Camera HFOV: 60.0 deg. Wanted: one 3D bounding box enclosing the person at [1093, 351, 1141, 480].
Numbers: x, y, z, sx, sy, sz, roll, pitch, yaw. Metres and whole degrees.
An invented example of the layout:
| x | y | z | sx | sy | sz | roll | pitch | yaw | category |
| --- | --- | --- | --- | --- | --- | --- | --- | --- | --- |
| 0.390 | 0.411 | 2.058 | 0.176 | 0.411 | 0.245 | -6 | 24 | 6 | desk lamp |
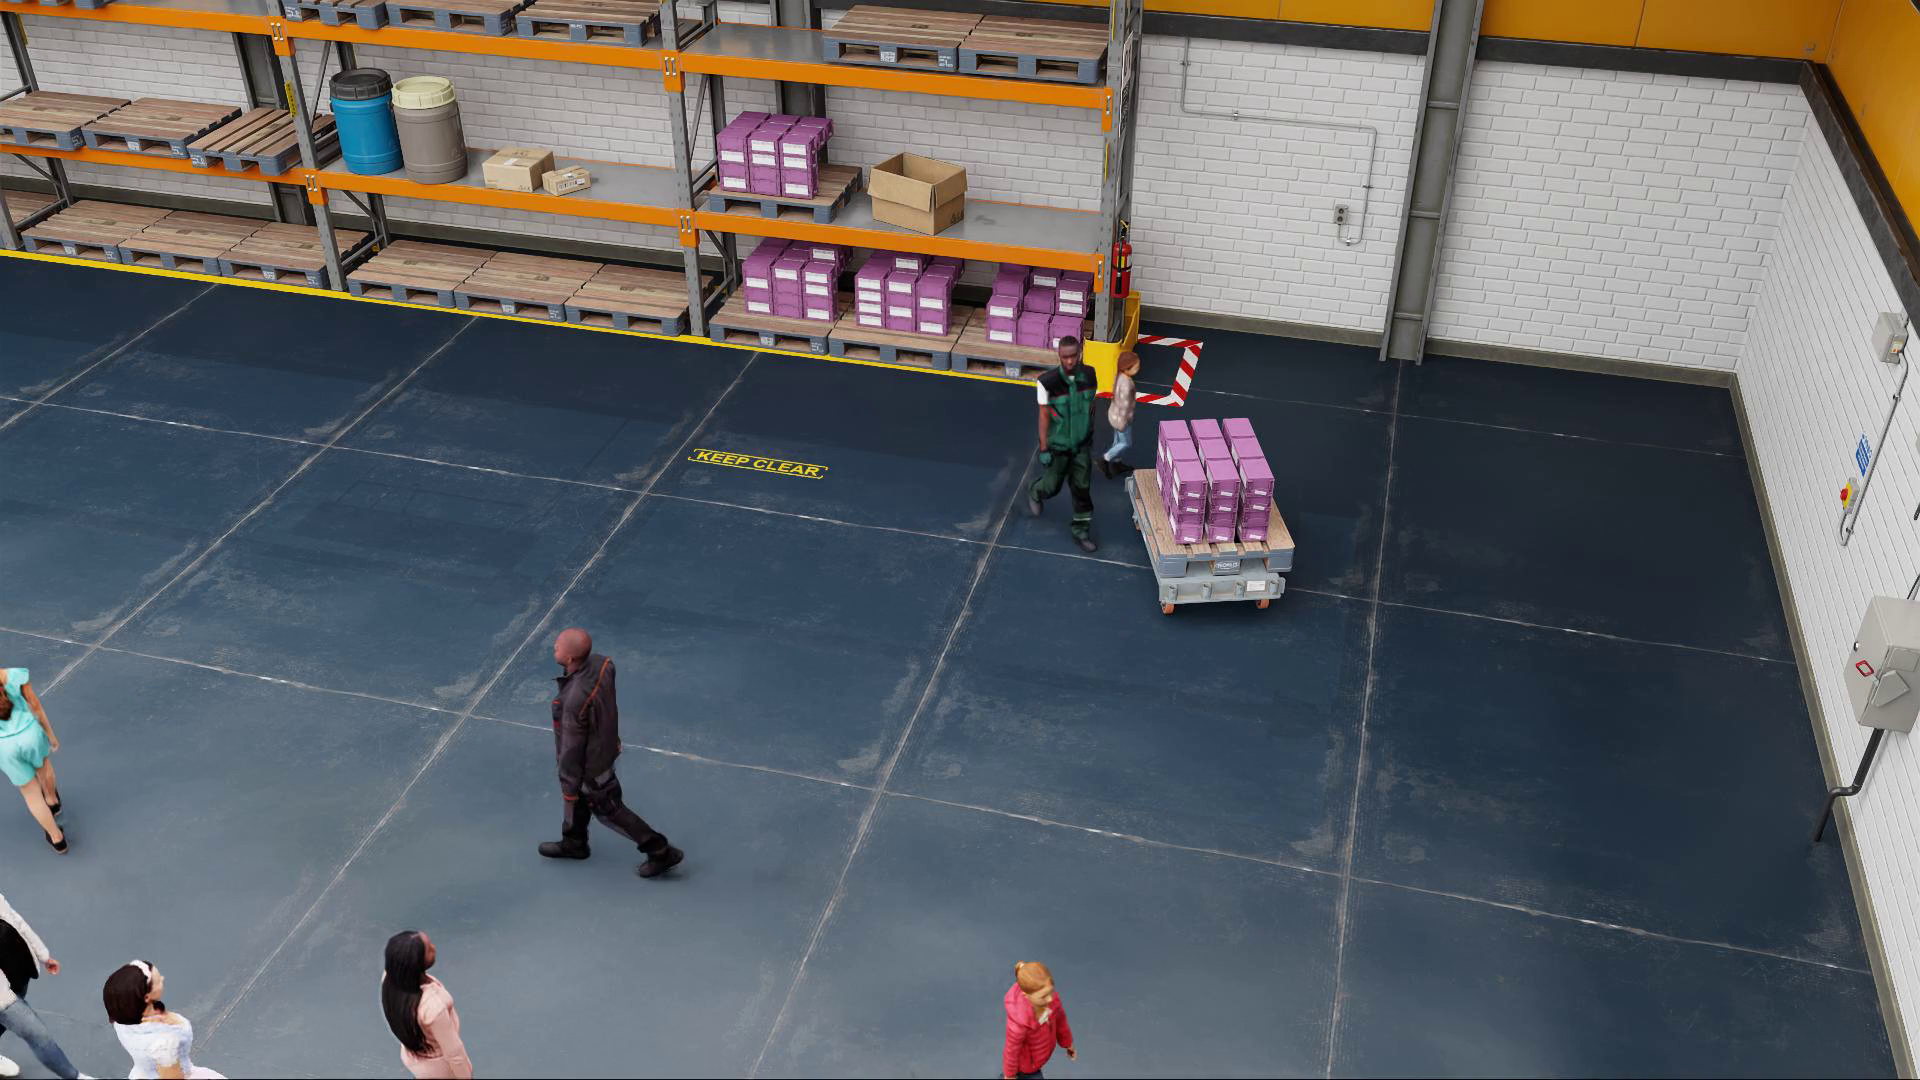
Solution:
| x | y | z | sx | sy | sz | roll | pitch | yaw | category |
| --- | --- | --- | --- | --- | --- | --- | --- | --- | --- |
| 1.291 | -1.035 | 13.807 | 0.680 | 1.184 | 0.597 | -5 | 34 | -7 | person |

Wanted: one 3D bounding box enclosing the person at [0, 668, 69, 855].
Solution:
| x | y | z | sx | sy | sz | roll | pitch | yaw | category |
| --- | --- | --- | --- | --- | --- | --- | --- | --- | --- |
| -5.667 | 1.255 | 10.046 | 0.835 | 1.534 | 0.952 | -25 | 41 | -32 | person |

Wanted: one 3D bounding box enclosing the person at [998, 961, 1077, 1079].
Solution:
| x | y | z | sx | sy | sz | roll | pitch | yaw | category |
| --- | --- | --- | --- | --- | --- | --- | --- | --- | --- |
| 0.312 | 2.545 | 8.327 | 0.964 | 1.287 | 0.722 | 23 | 40 | 30 | person |

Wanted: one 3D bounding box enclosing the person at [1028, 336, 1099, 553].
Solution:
| x | y | z | sx | sy | sz | roll | pitch | yaw | category |
| --- | --- | --- | --- | --- | --- | --- | --- | --- | --- |
| 0.764 | -0.781 | 12.847 | 1.083 | 1.823 | 1.108 | -17 | 37 | -23 | person |

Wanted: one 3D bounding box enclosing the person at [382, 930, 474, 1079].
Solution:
| x | y | z | sx | sy | sz | roll | pitch | yaw | category |
| --- | --- | --- | --- | --- | --- | --- | --- | --- | --- |
| -2.515 | 2.513 | 7.984 | 0.620 | 1.720 | 0.757 | 26 | 42 | 34 | person |

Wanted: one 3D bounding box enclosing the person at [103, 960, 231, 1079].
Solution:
| x | y | z | sx | sy | sz | roll | pitch | yaw | category |
| --- | --- | --- | --- | --- | --- | --- | --- | --- | --- |
| -3.704 | 2.695 | 7.666 | 1.206 | 1.769 | 0.943 | 19 | 38 | 26 | person |

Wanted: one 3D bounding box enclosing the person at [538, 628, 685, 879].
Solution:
| x | y | z | sx | sy | sz | roll | pitch | yaw | category |
| --- | --- | --- | --- | --- | --- | --- | --- | --- | --- |
| -2.072 | 1.275 | 9.761 | 1.223 | 1.815 | 0.826 | 3 | 34 | 5 | person |

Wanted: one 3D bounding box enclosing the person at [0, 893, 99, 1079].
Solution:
| x | y | z | sx | sy | sz | roll | pitch | yaw | category |
| --- | --- | --- | --- | --- | --- | --- | --- | --- | --- |
| -4.970 | 2.247 | 8.490 | 1.122 | 1.603 | 0.729 | 4 | 34 | 6 | person |
